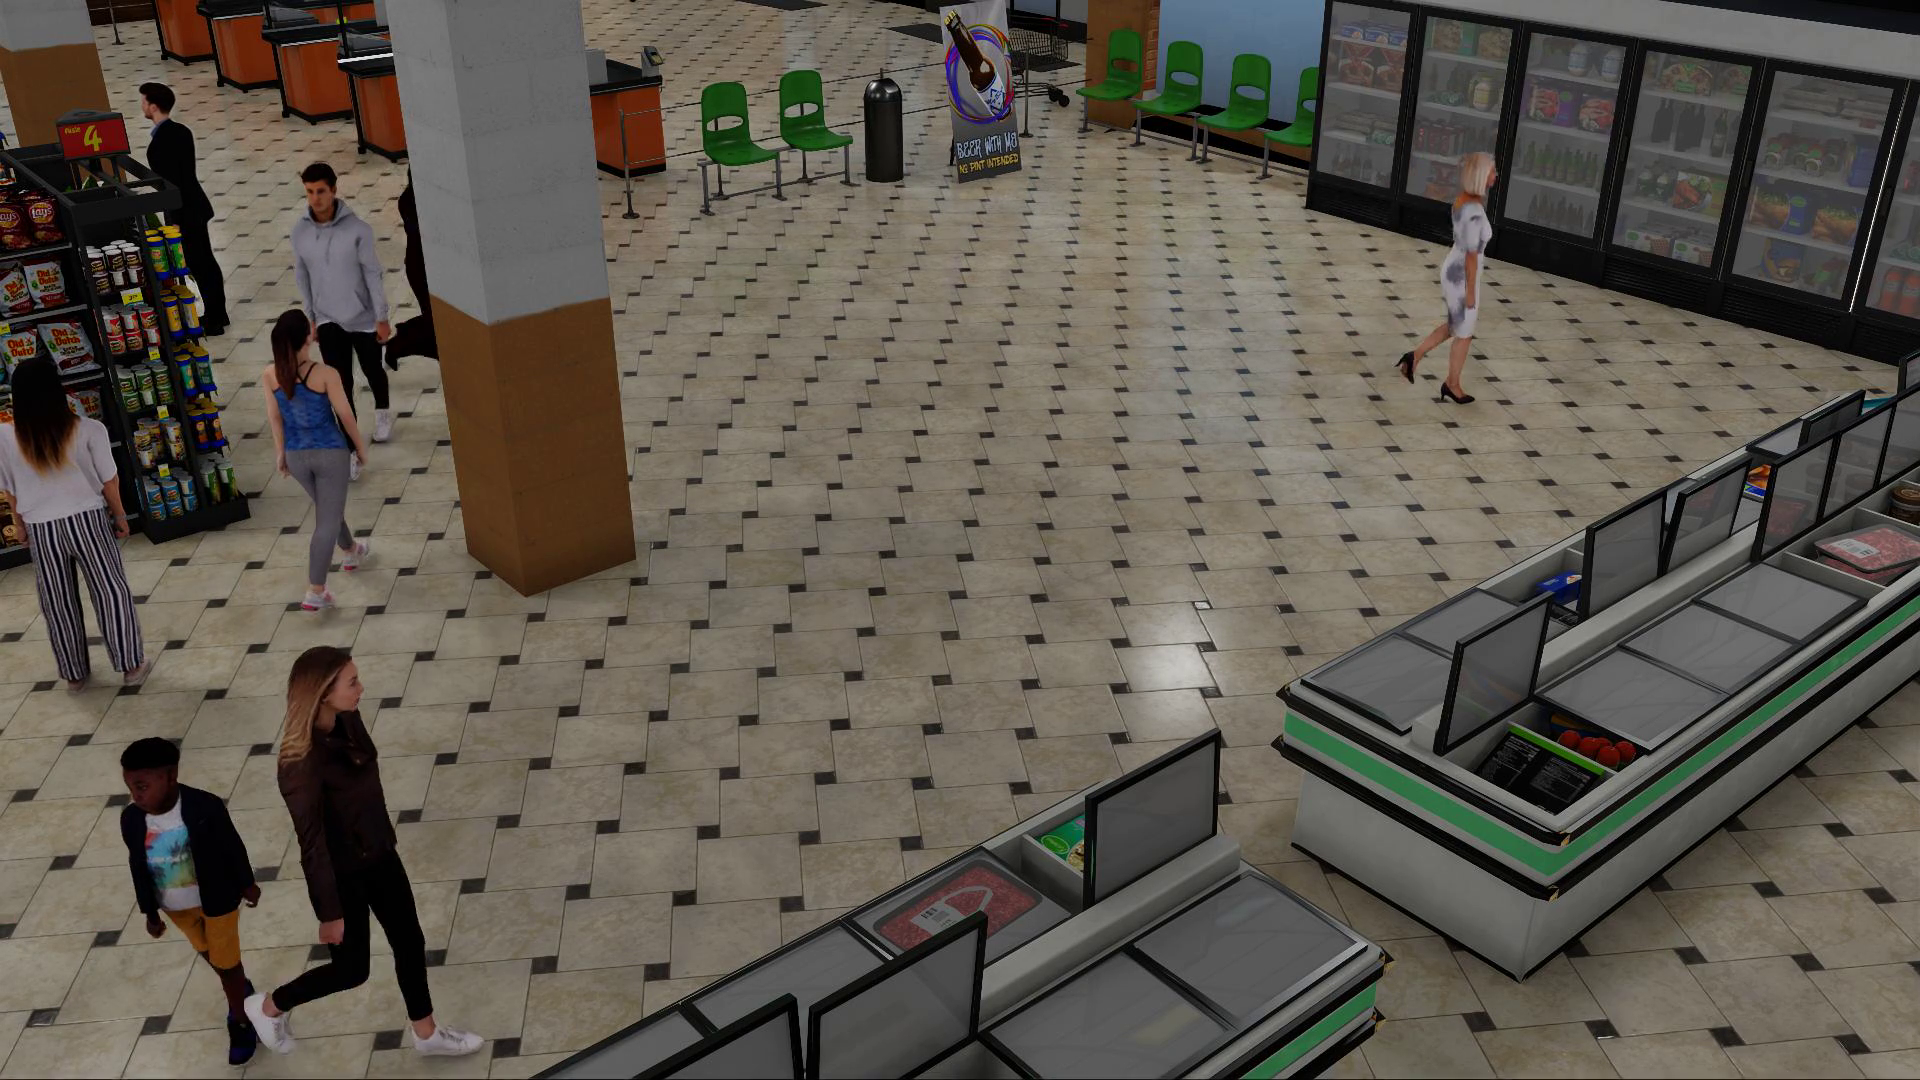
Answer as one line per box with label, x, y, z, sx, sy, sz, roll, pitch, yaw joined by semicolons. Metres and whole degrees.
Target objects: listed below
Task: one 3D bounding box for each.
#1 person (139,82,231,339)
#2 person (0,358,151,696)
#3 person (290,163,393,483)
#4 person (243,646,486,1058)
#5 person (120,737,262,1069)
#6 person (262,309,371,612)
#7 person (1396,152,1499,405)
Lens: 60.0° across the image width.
person;-5.782;-2.463;12.418;0.805;1.892;0.789;-3;27;-6
person;-4.247;-0.062;7.924;0.718;1.675;0.836;-8;28;-15
person;-3.772;-1.397;10.327;1.262;1.882;1.161;-4;27;-9
person;-2.118;1.114;5.598;1.083;1.681;1.035;4;27;7
person;-2.693;1.201;5.904;0.716;1.250;0.757;-4;27;-8
person;-3.376;-0.384;8.671;1.030;1.572;1.094;2;27;4
person;3.290;-1.735;11.156;0.900;1.734;0.829;1;27;1
